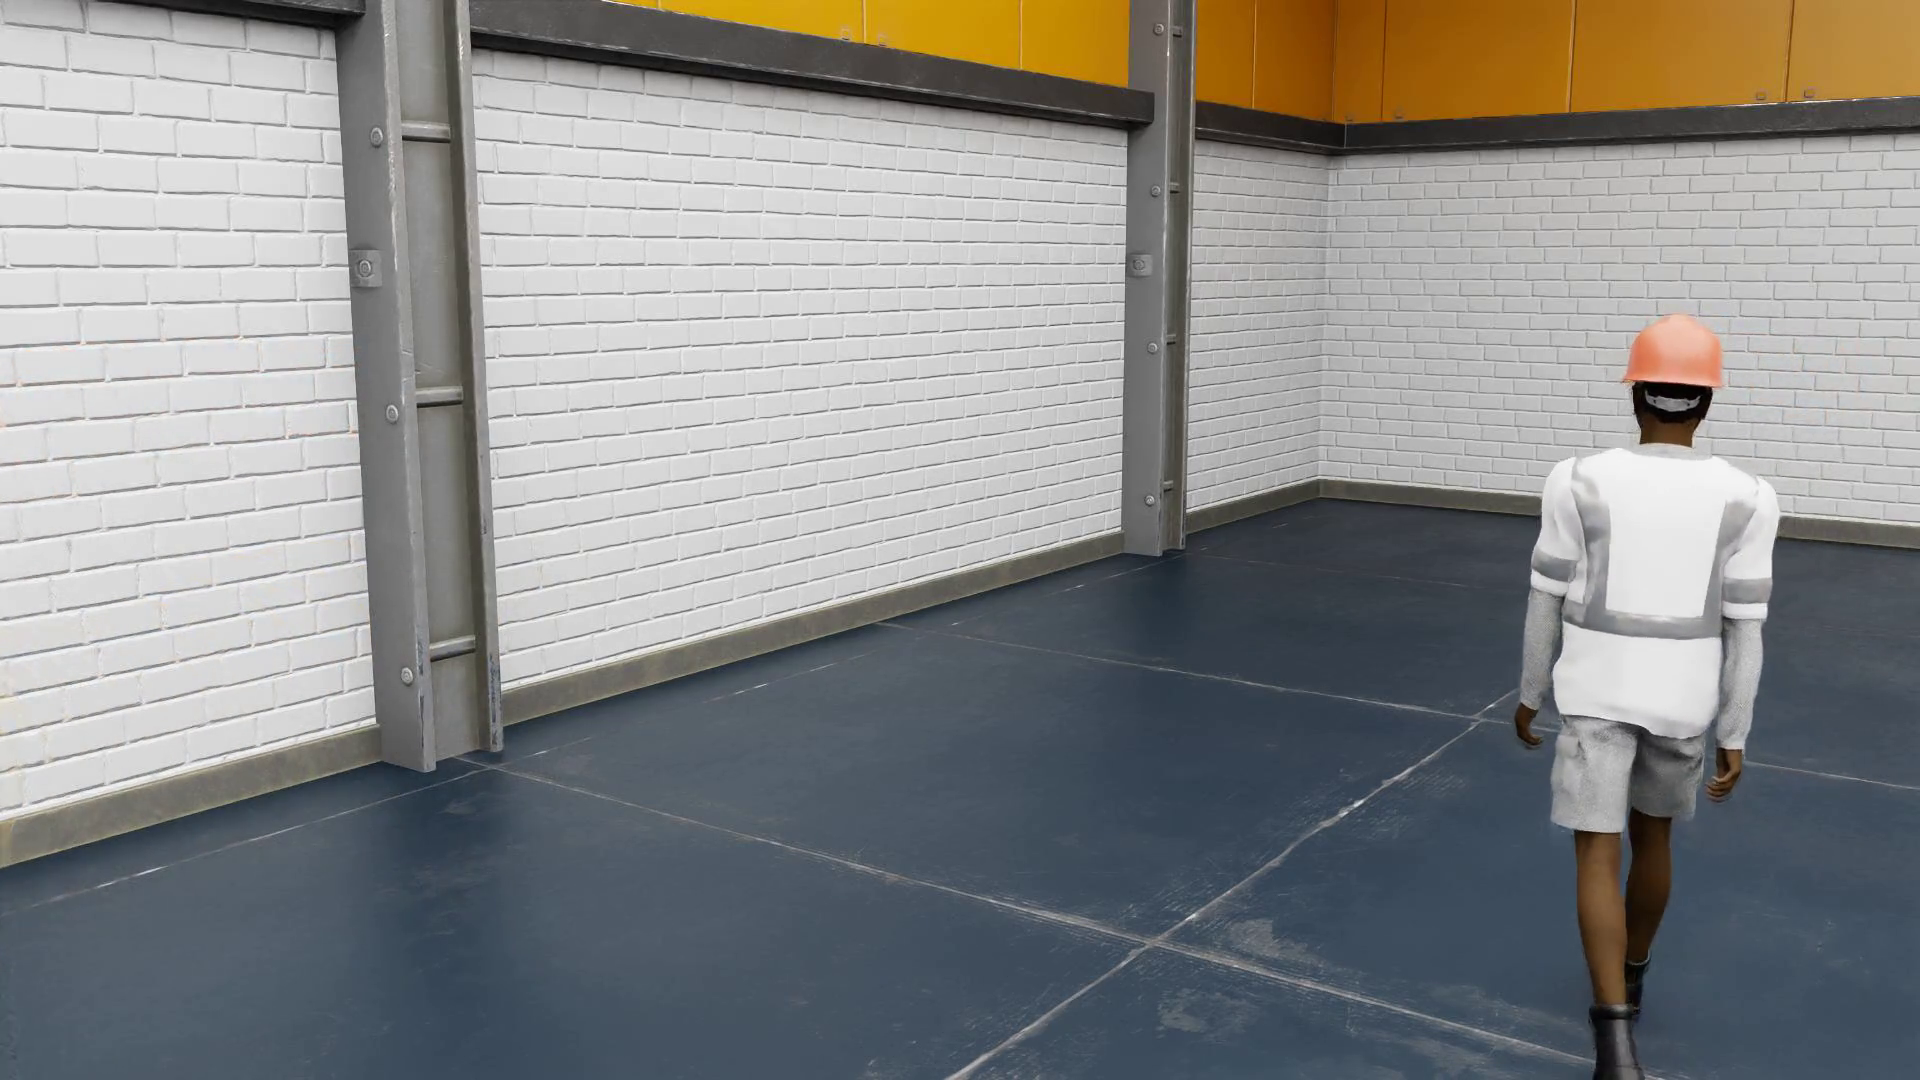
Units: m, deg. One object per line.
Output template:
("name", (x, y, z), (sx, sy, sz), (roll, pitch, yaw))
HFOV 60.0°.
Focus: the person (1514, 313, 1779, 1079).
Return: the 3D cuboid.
("person", (1.690, 0.396, 4.116), (0.553, 1.905, 0.952), (2, 10, 13))
